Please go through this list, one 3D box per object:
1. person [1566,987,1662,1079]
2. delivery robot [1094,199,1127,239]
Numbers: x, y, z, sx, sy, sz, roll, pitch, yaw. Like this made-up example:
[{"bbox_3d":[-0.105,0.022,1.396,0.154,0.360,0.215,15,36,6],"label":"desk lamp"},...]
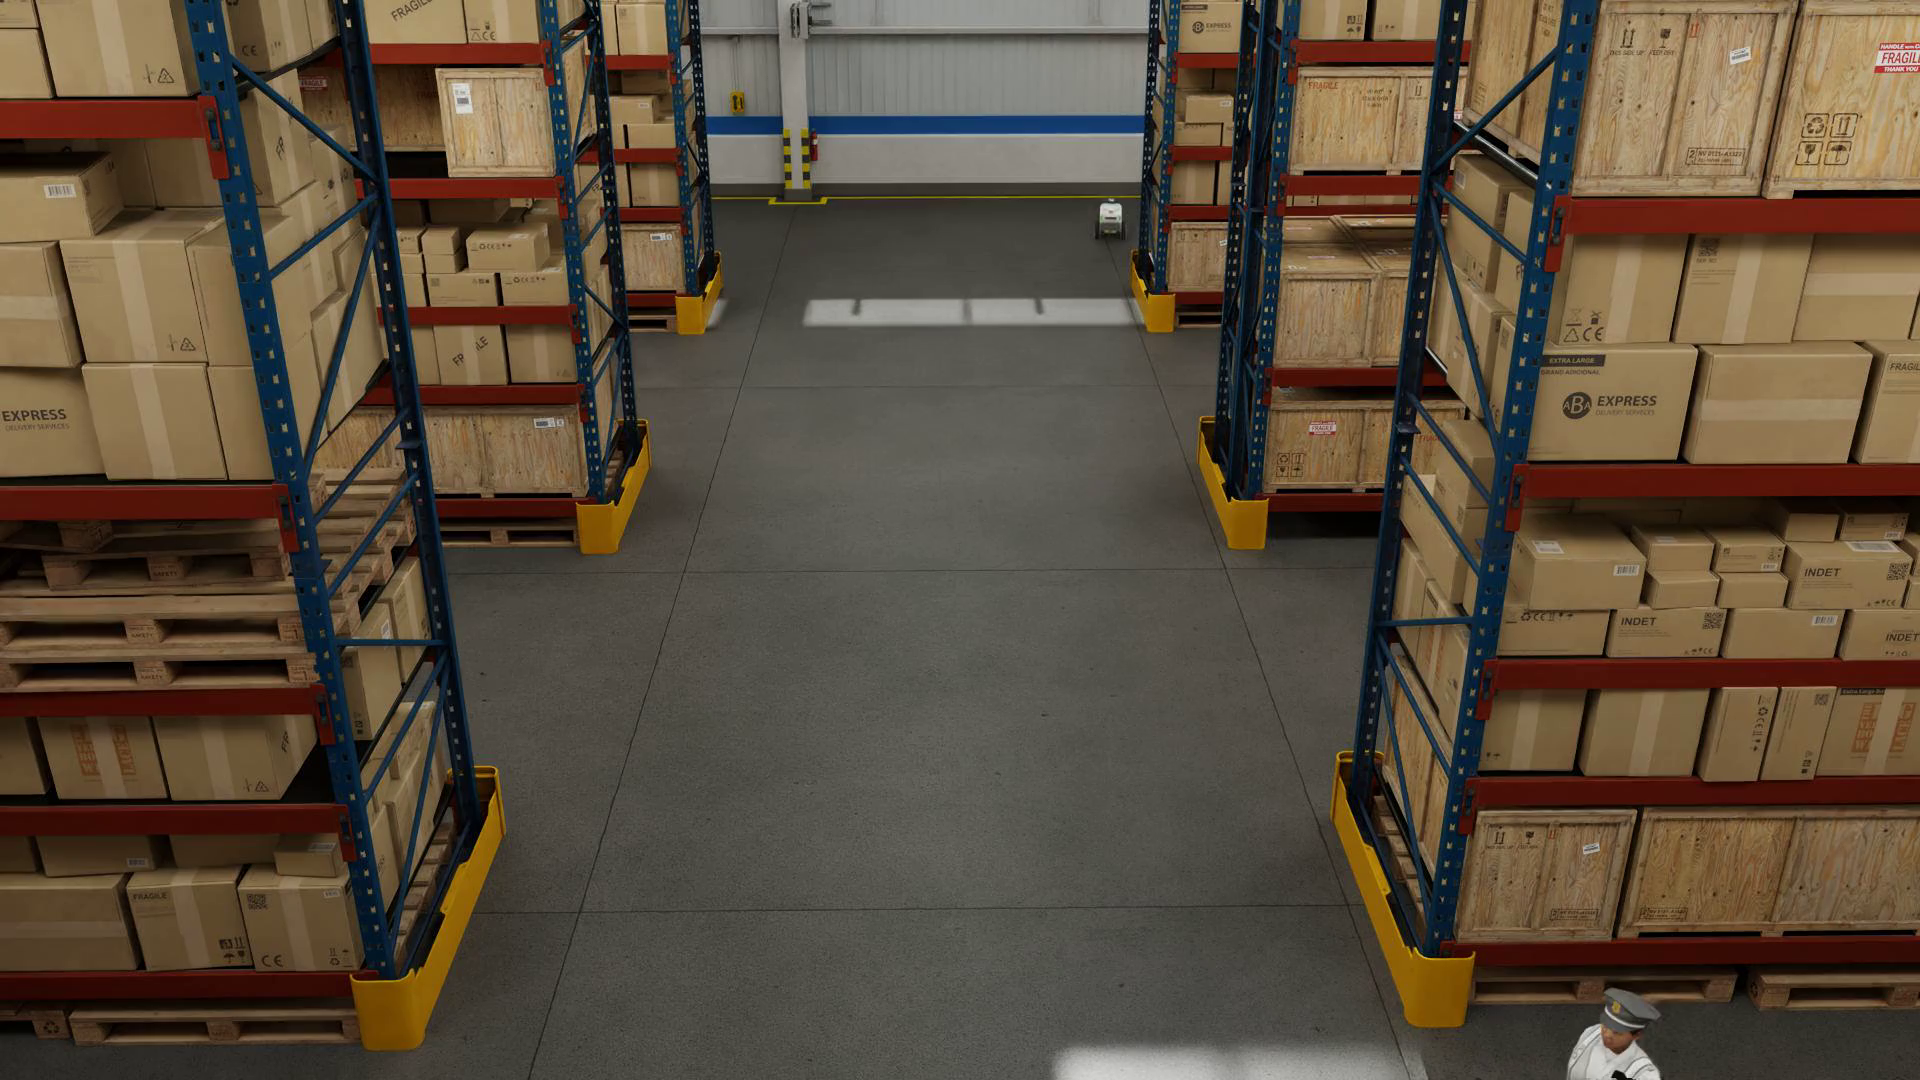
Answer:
[{"bbox_3d":[2.940,2.863,7.841,0.725,1.677,0.495,-14,29,-28],"label":"person"},{"bbox_3d":[2.451,-4.991,26.137,0.667,0.535,0.738,2,25,5],"label":"delivery robot"}]
